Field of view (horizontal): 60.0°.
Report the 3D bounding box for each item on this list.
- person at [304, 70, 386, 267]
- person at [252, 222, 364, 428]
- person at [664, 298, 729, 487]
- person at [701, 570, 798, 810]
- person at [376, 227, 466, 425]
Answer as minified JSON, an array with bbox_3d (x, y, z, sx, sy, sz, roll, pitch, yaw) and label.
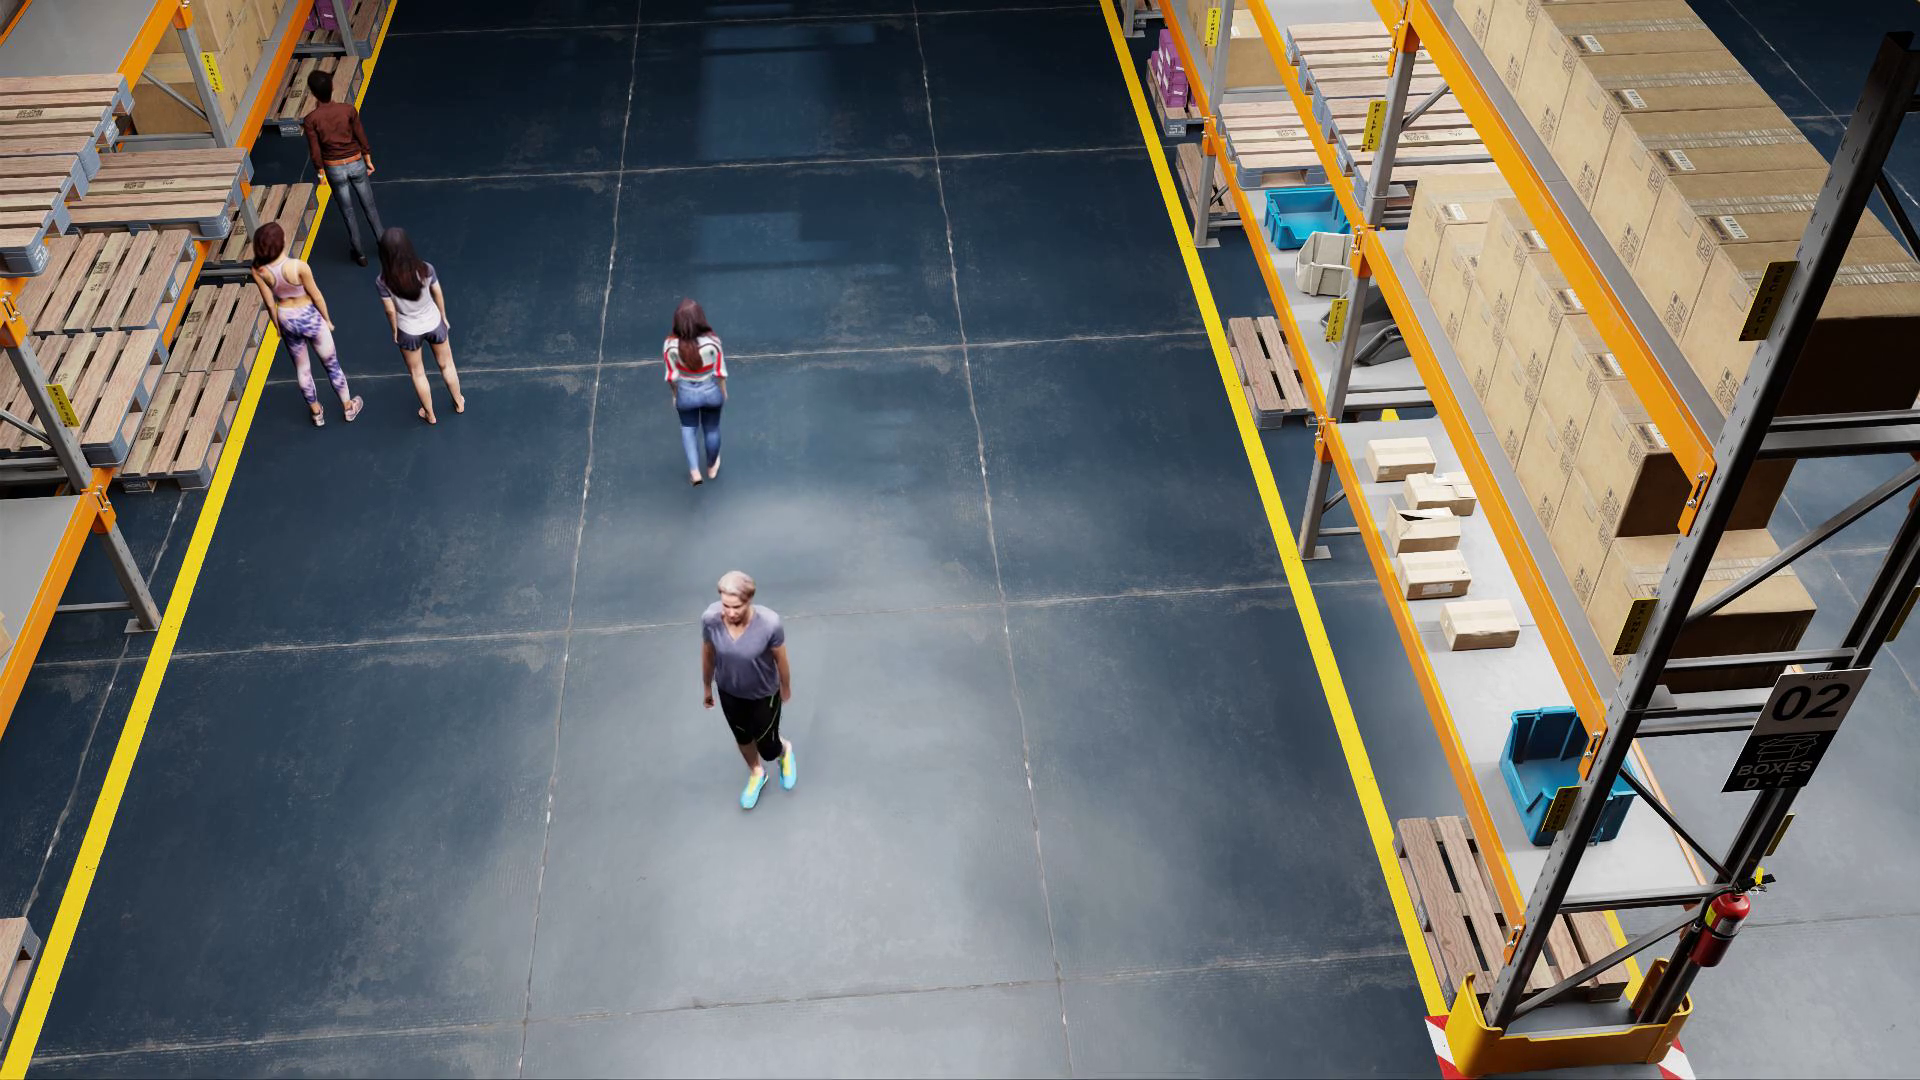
[{"bbox_3d":[-5.207,-3.148,14.108,0.717,1.781,0.690,-23,48,-22],"label":"person"},{"bbox_3d":[-4.943,-1.617,12.508,0.608,1.771,0.542,-7,44,-7],"label":"person"},{"bbox_3d":[-1.882,-1.010,11.993,0.593,1.601,0.745,-3,44,-3],"label":"person"},{"bbox_3d":[-1.234,0.826,9.872,0.769,1.870,0.789,9,44,9],"label":"person"},{"bbox_3d":[-4.089,-1.621,12.558,0.674,1.707,0.675,-23,48,-22],"label":"person"}]
